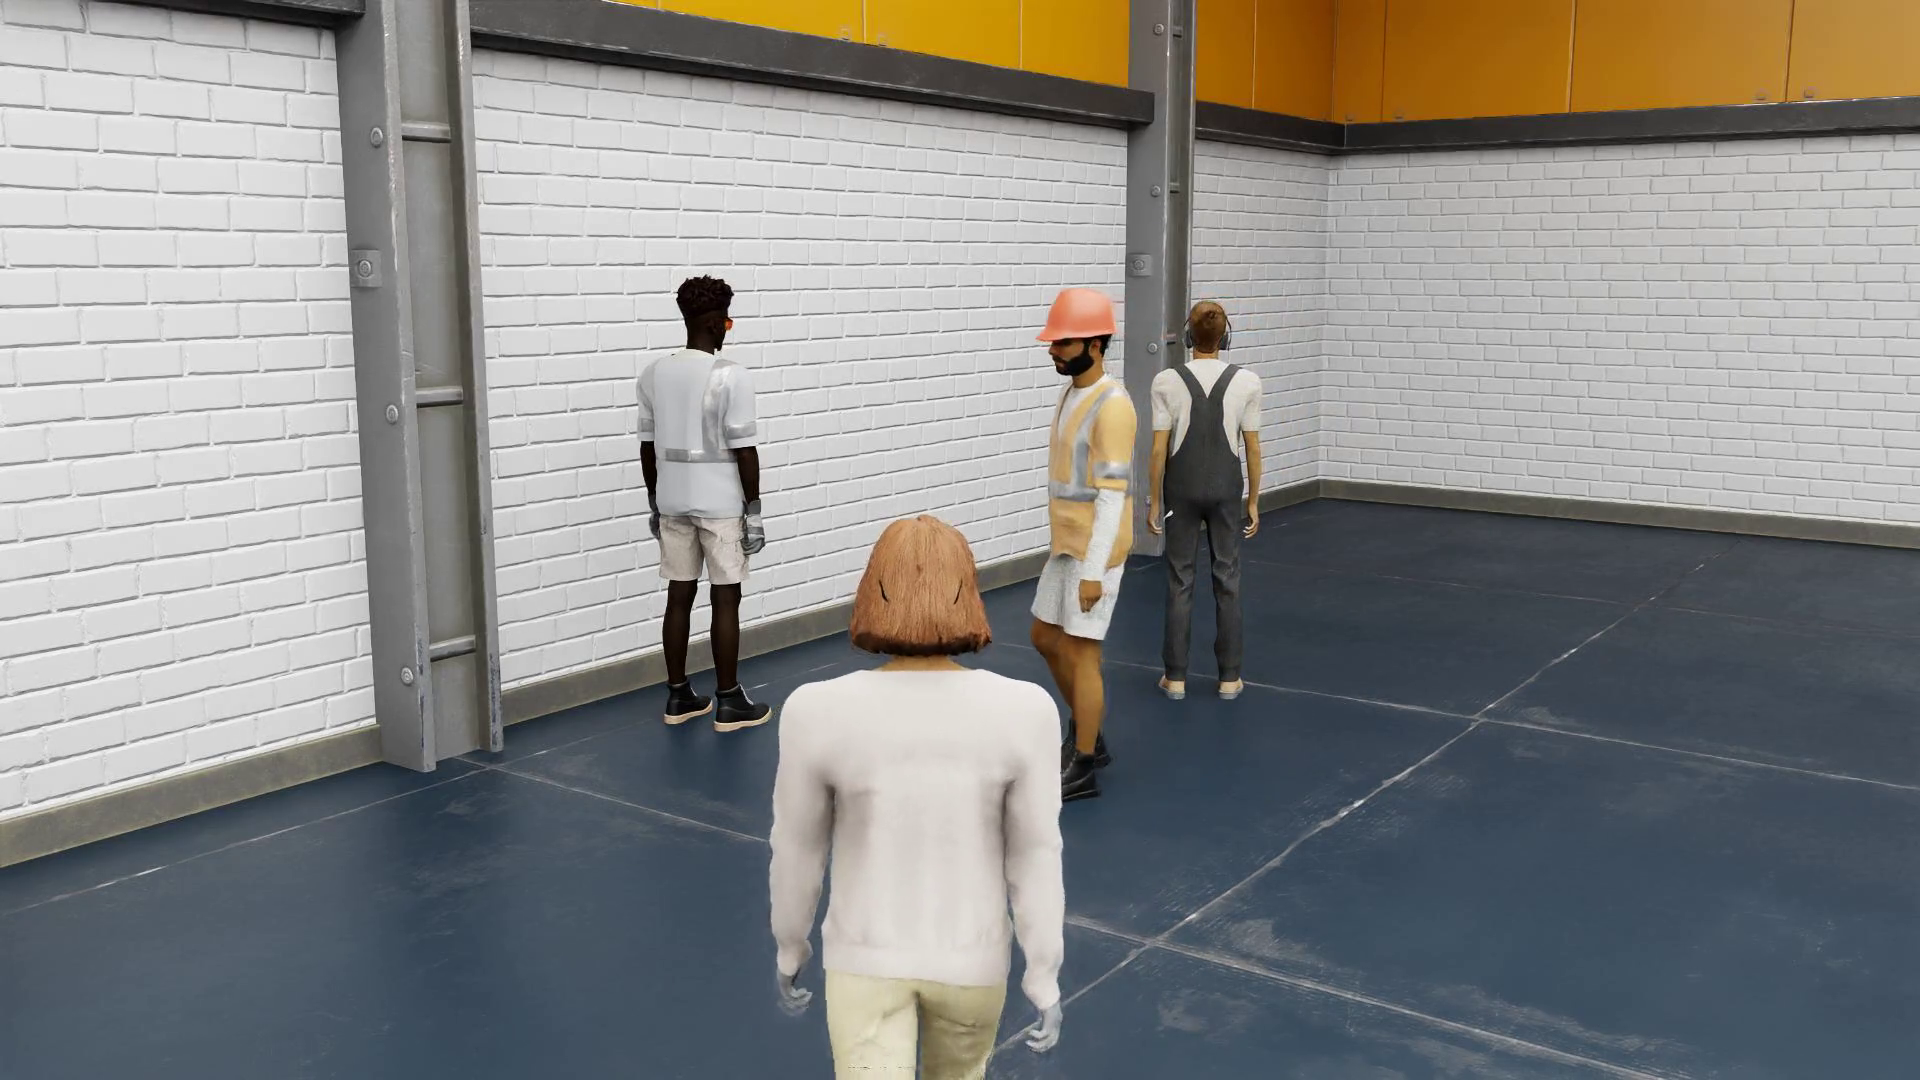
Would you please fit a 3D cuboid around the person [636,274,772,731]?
[{"bbox_3d":[-1.101,-0.157,7.191,0.616,1.964,0.361,5,11,29],"label":"person"}]

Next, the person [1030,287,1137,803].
[{"bbox_3d":[0.430,0.026,6.221,0.424,1.927,0.594,-3,10,-15],"label":"person"}]

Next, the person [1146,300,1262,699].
[{"bbox_3d":[1.123,-0.177,7.675,0.520,1.844,0.331,1,10,3],"label":"person"}]

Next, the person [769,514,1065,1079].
[{"bbox_3d":[-0.078,0.747,2.943,0.511,1.585,0.888,-1,10,-6],"label":"person"}]
